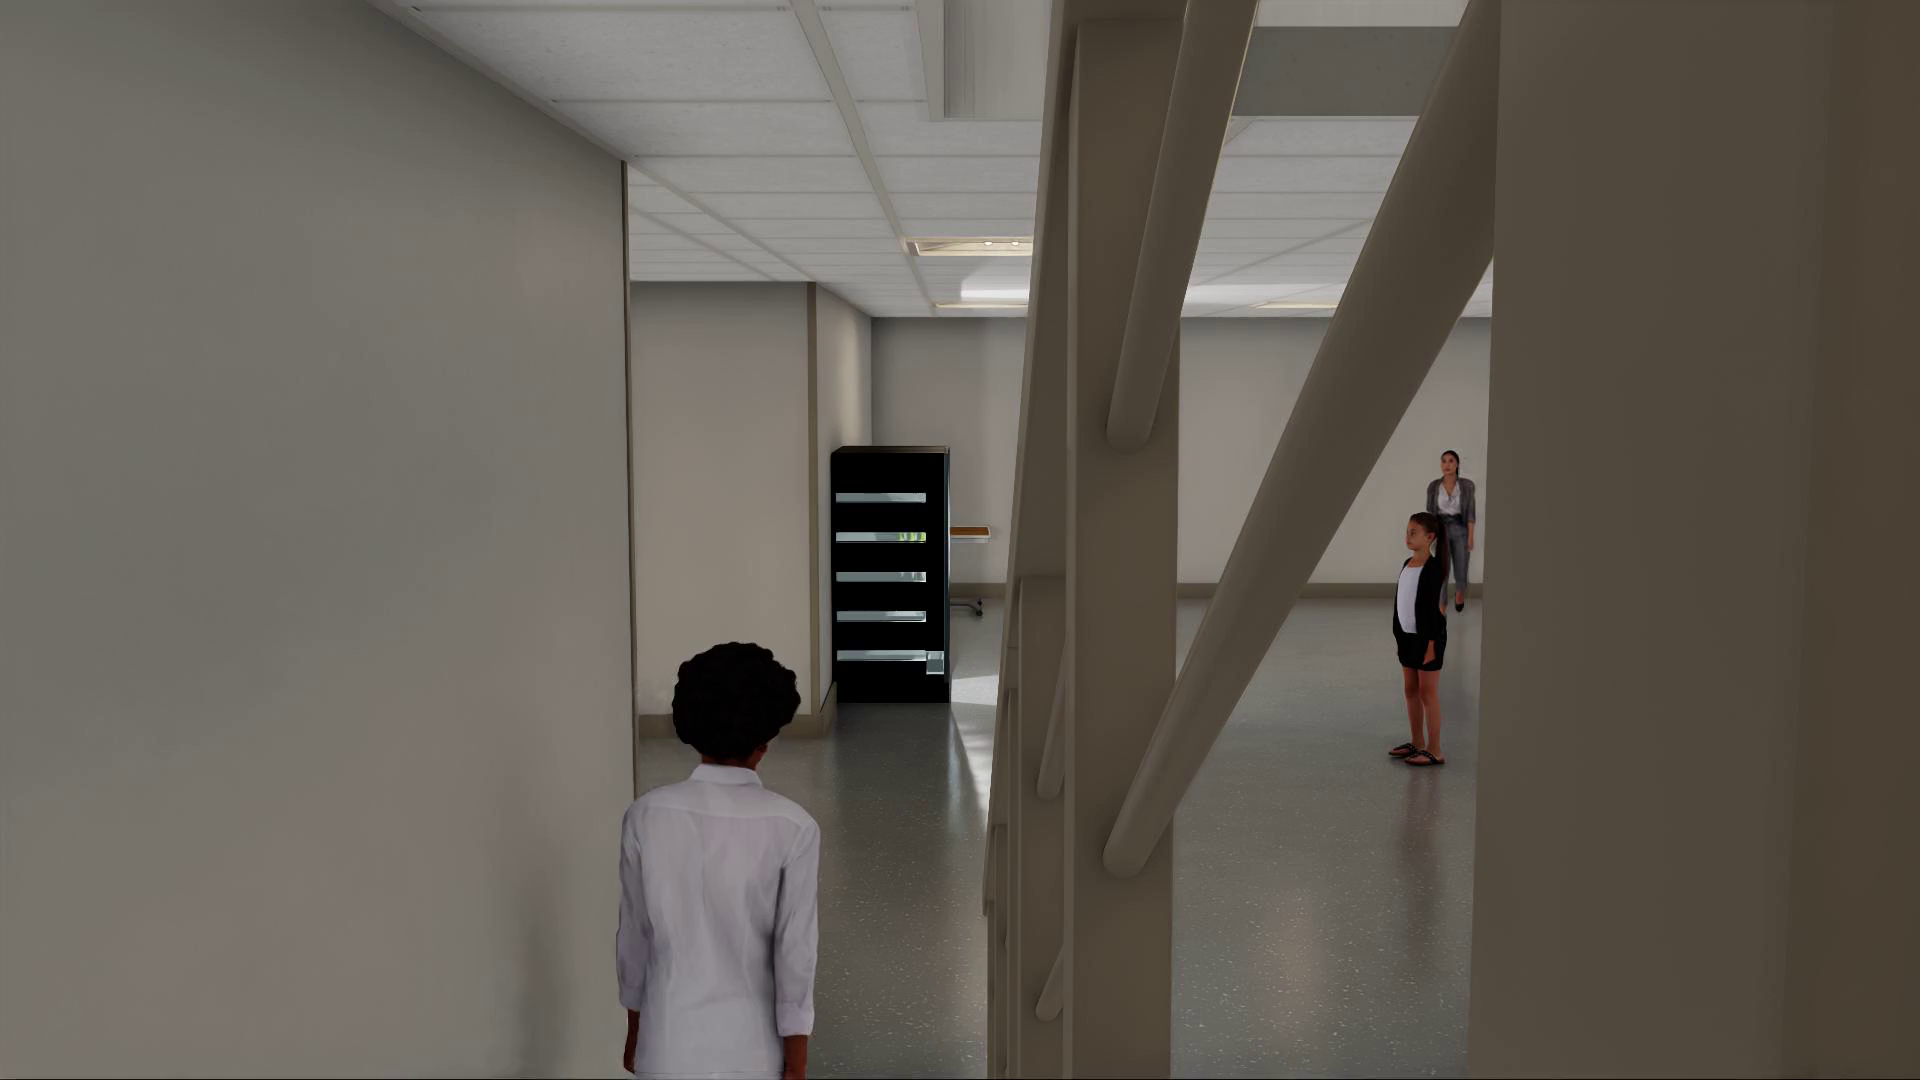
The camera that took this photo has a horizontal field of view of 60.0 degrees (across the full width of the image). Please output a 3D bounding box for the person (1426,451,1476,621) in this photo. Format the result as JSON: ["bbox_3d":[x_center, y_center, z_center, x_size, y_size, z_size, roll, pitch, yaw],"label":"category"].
[{"bbox_3d":[4.680,-0.006,15.799,0.827,1.654,1.053,2,6,22],"label":"person"}]

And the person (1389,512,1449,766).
[{"bbox_3d":[2.867,0.598,10.295,0.665,1.554,0.570,-2,6,-21],"label":"person"}]

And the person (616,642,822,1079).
[{"bbox_3d":[-0.558,1.149,3.695,0.627,1.780,1.086,0,6,-4],"label":"person"}]
